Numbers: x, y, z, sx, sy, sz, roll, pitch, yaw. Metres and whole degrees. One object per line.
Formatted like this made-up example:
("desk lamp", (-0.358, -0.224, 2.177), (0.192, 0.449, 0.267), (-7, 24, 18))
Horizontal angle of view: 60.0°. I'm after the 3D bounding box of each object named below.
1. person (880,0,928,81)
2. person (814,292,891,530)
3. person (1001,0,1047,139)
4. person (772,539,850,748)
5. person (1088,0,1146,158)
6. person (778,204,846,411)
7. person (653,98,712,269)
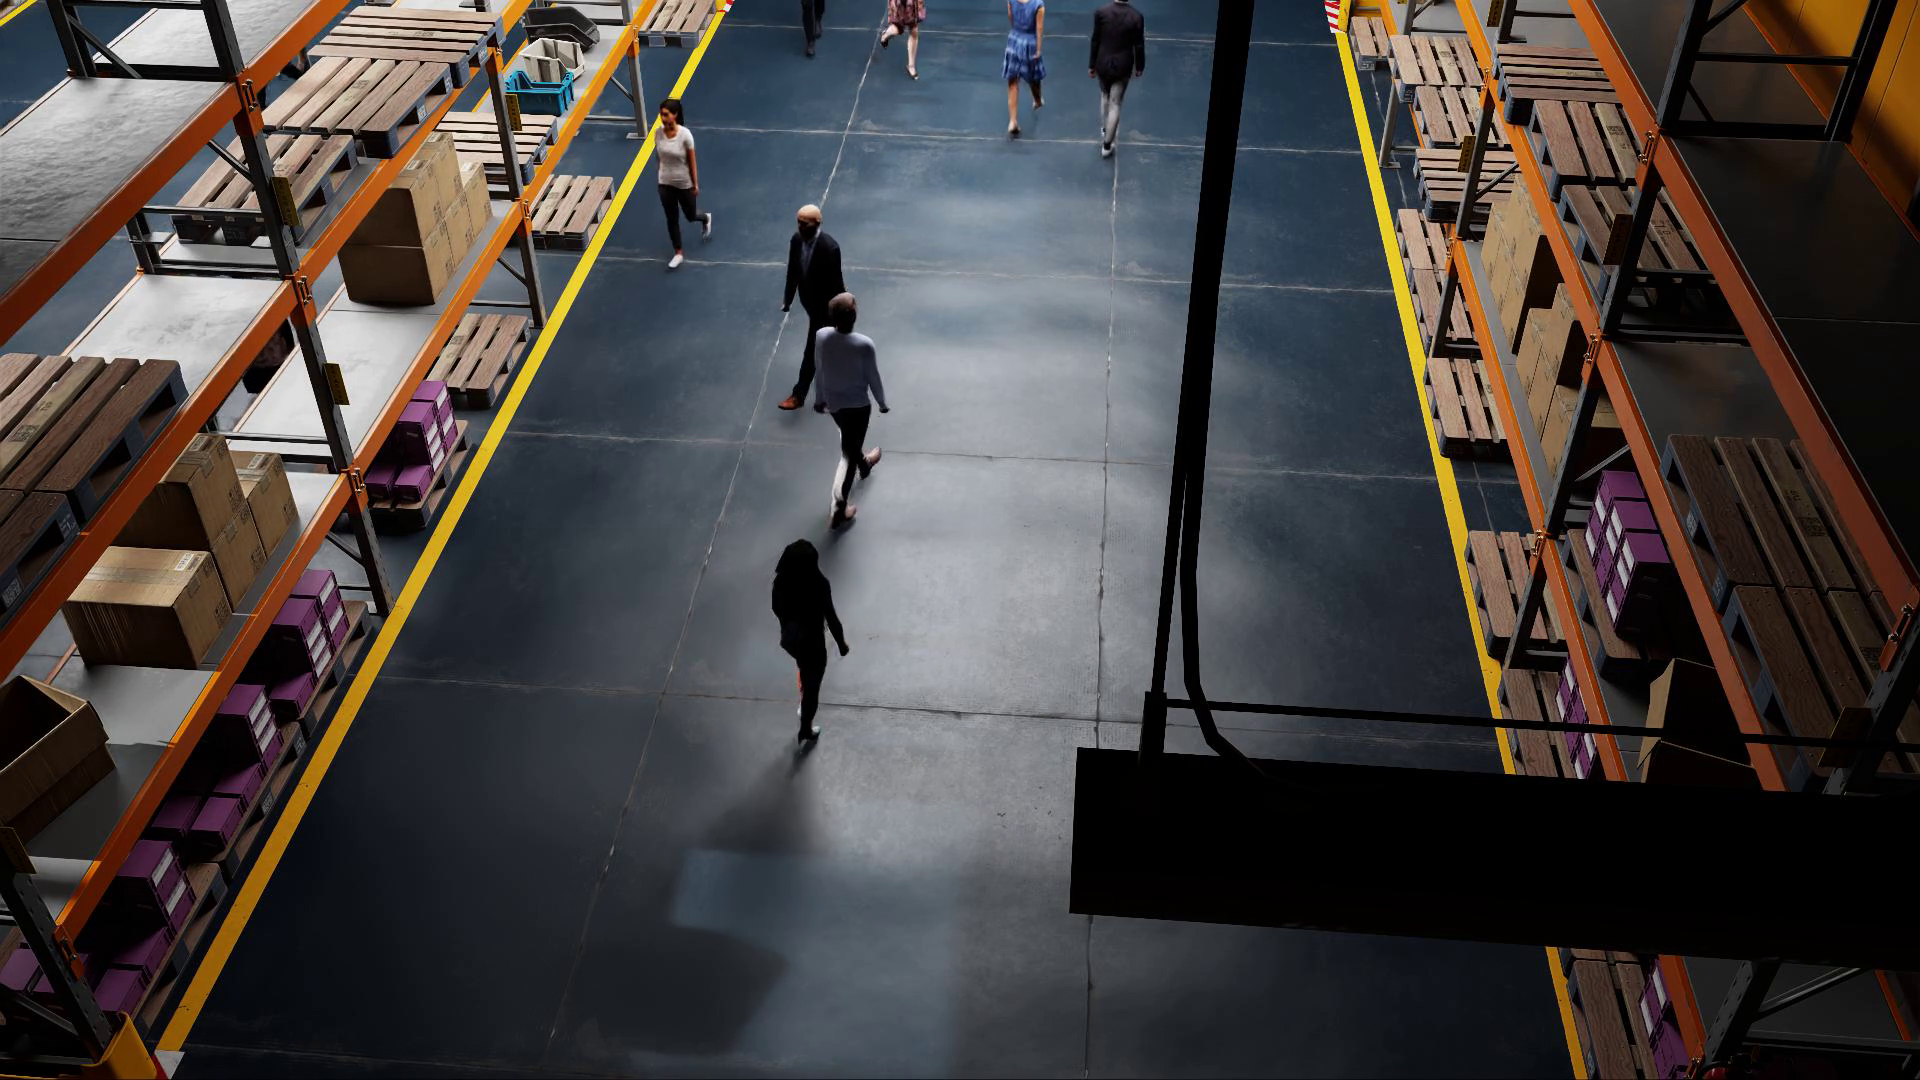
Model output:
("person", (-0.686, -6.218, 19.202), (0.966, 1.759, 1.045), (-25, 45, -28))
("person", (-0.884, -0.944, 12.532), (1.001, 1.842, 1.331), (17, 42, 21))
("person", (0.647, -5.195, 17.925), (0.846, 1.754, 1.179), (15, 41, 18))
("person", (-1.027, 0.724, 10.626), (0.700, 1.613, 0.754), (26, 45, 29))
("person", (1.615, -4.965, 17.499), (0.837, 1.925, 1.009), (10, 40, 12))
("person", (-1.129, -2.014, 13.942), (1.161, 1.754, 1.302), (29, 47, 32))
("person", (-2.649, -3.432, 15.817), (0.718, 1.630, 0.997), (13, 40, 16))
